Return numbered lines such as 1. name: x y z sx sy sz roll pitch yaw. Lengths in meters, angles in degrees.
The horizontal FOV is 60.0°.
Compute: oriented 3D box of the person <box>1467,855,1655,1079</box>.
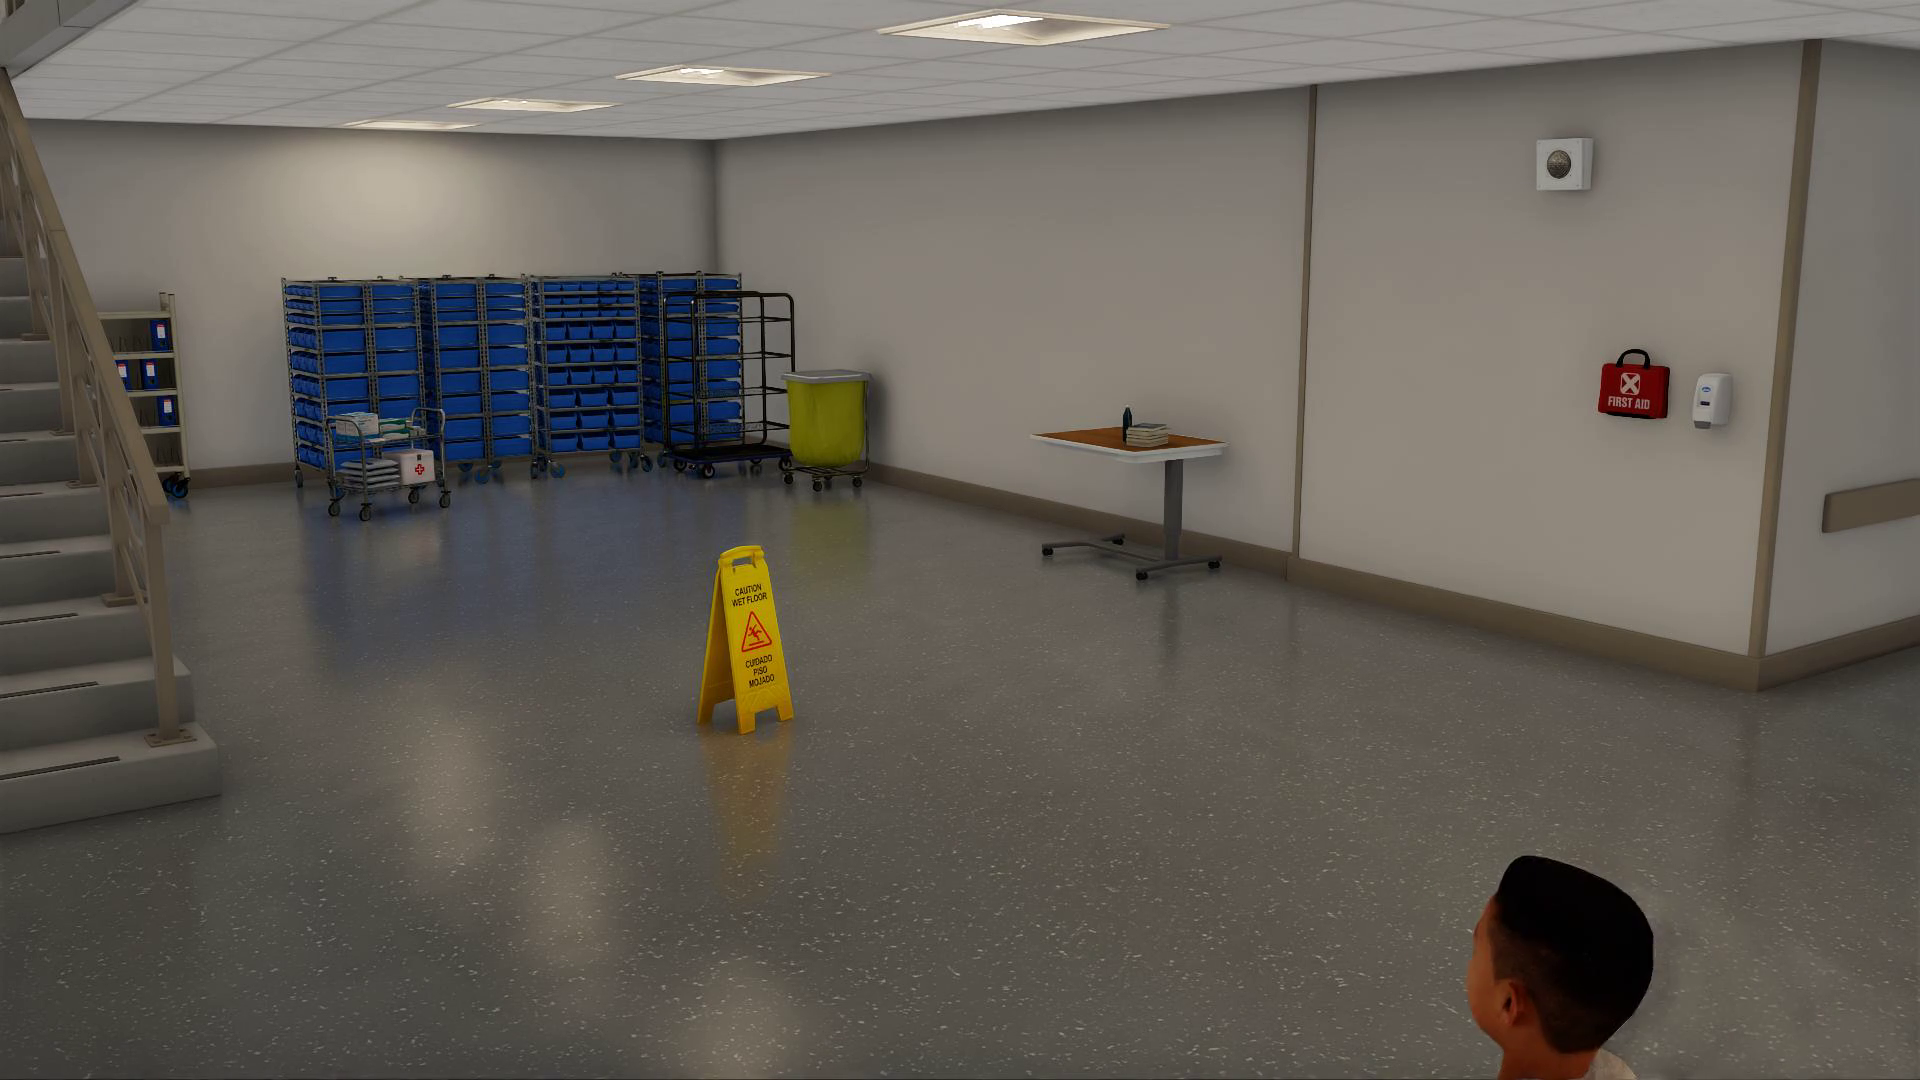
1. person: 0.715 1.106 1.946 0.577 1.454 0.535 -8 14 -37
